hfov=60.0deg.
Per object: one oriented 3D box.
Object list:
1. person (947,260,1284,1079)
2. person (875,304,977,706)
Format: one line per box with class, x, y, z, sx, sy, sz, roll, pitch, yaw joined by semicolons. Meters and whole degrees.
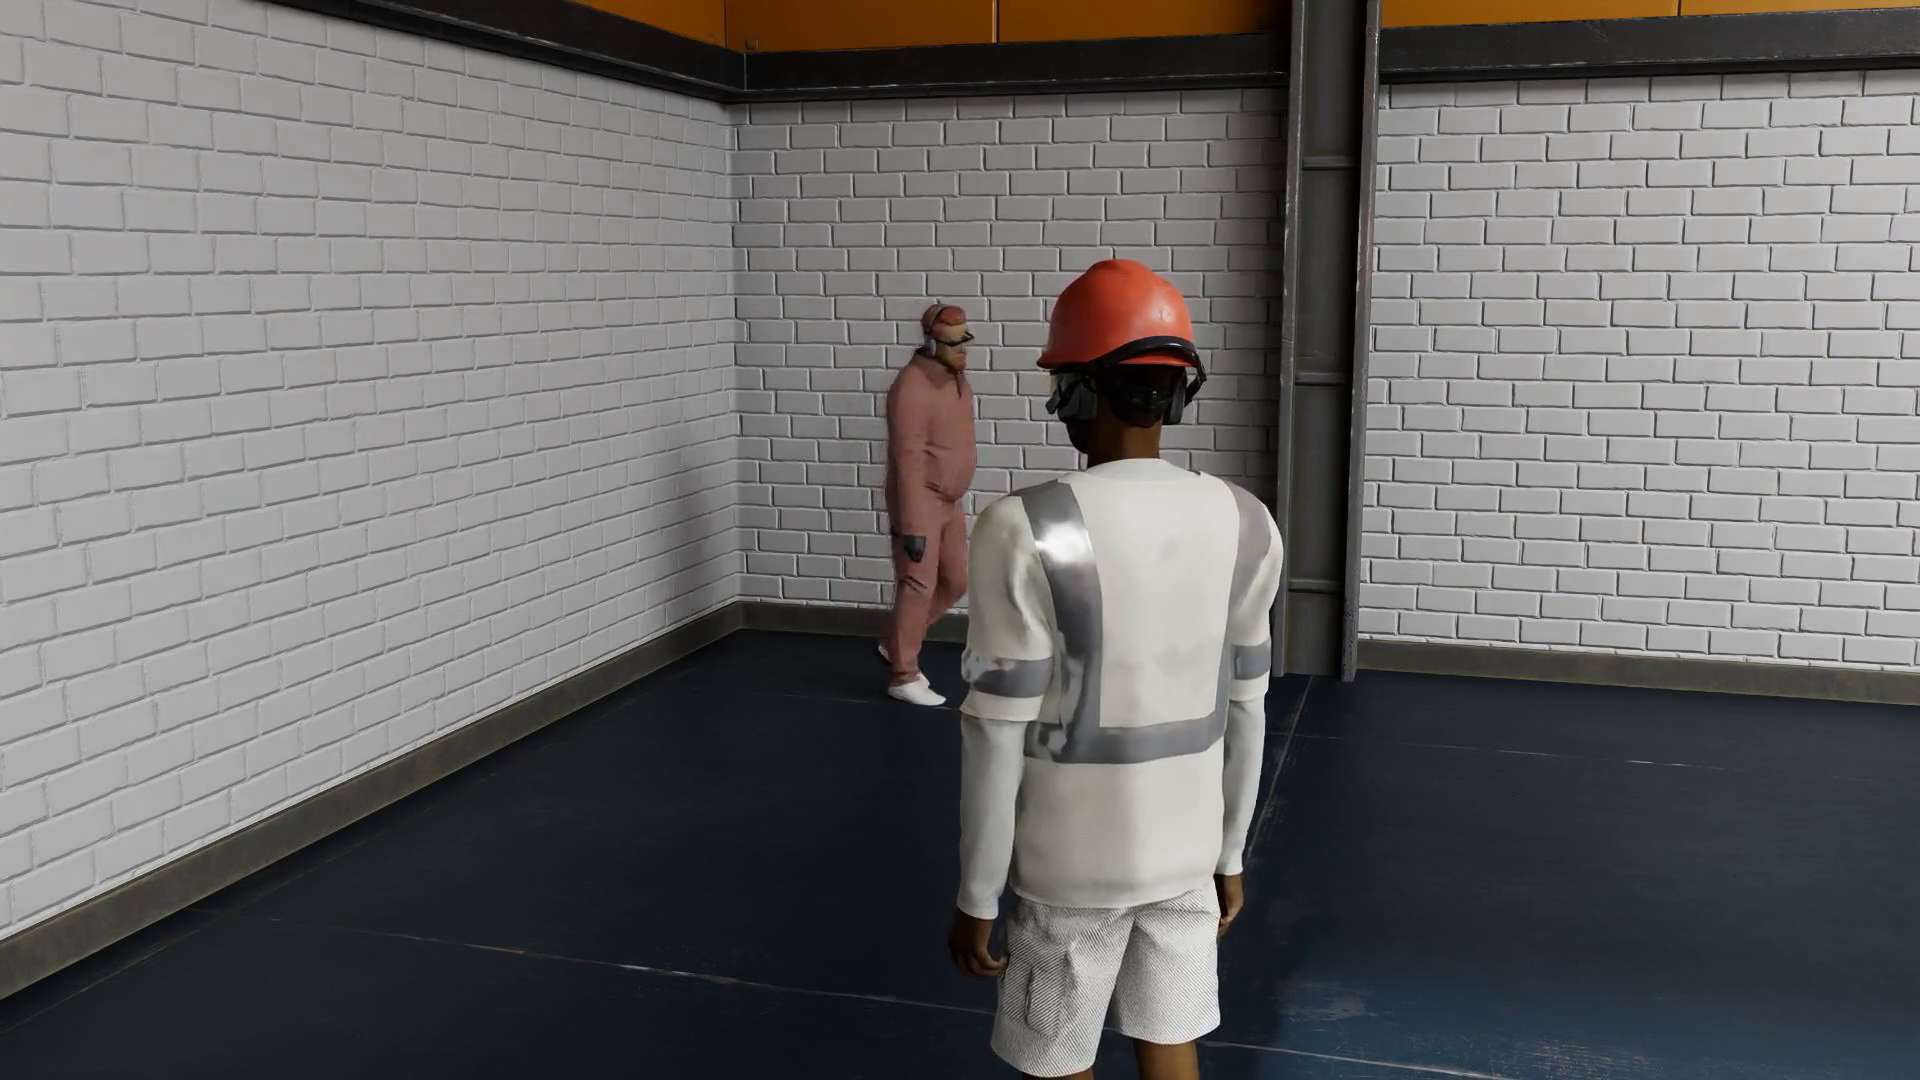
person;0.258;0.542;2.917;0.607;2.038;0.395;-5;11;-29
person;-0.163;-0.144;7.611;0.564;1.862;0.687;4;10;22
